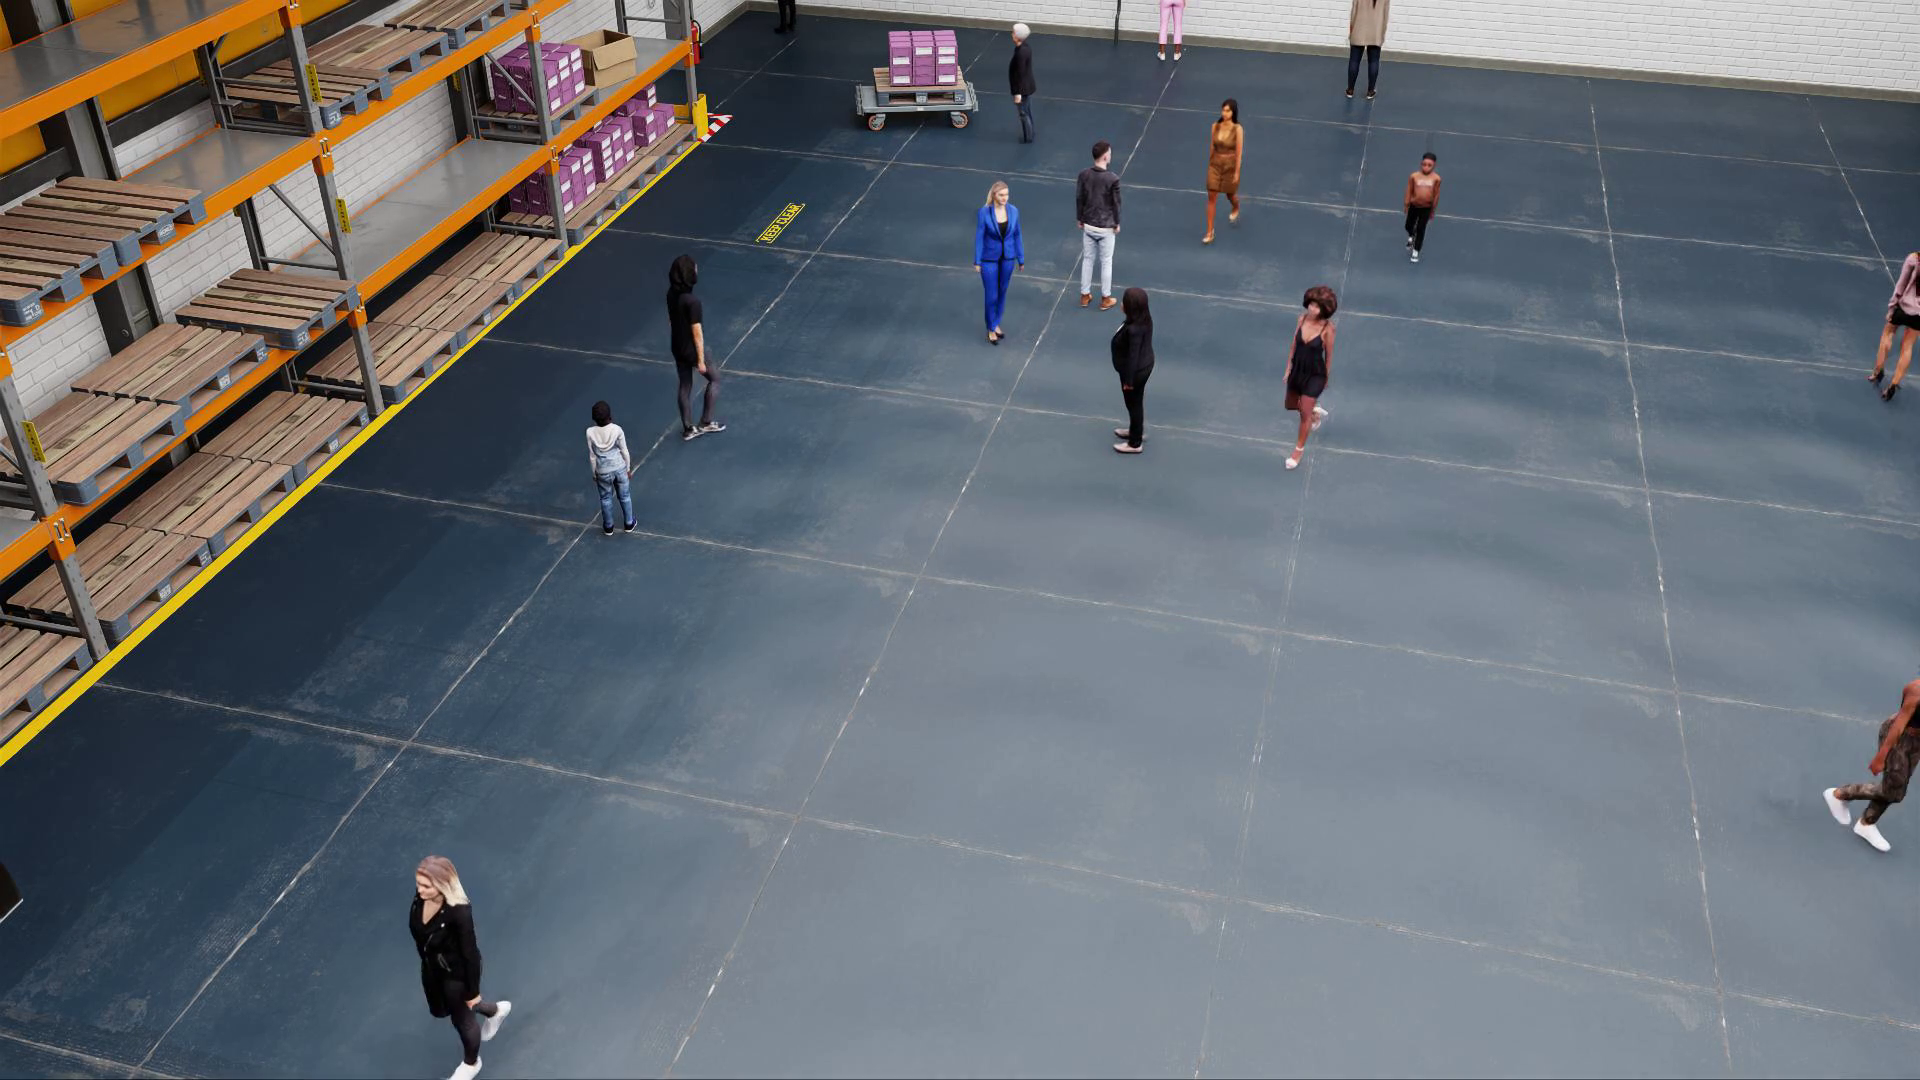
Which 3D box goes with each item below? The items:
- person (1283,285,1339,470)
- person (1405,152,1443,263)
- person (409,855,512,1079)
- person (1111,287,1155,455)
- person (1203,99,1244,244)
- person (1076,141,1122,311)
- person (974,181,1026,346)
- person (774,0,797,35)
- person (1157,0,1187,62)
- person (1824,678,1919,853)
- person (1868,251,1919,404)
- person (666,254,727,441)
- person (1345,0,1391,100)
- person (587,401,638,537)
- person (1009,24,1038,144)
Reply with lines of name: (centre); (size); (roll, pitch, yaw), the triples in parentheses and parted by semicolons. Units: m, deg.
person: (3.167, -1.497, 14.945); (0.816, 1.770, 0.975); (27, 42, 35)
person: (5.253, -3.817, 18.908); (0.533, 1.246, 0.681); (10, 35, 14)
person: (-2.759, 2.338, 9.257); (0.782, 1.679, 0.890); (22, 39, 29)
person: (1.603, -1.563, 15.184); (0.694, 1.616, 0.573); (6, 34, 9)
person: (3.101, -4.294, 19.250); (0.765, 1.662, 1.100); (18, 38, 25)
person: (1.471, -3.327, 17.639); (0.699, 1.836, 0.624); (16, 37, 22)
person: (0.353, -2.901, 17.129); (0.798, 1.691, 0.843); (-12, 36, -18)
person: (-2.763, -8.846, 25.992); (0.743, 1.780, 0.622); (27, 42, 34)
person: (3.170, -8.061, 24.847); (0.622, 1.740, 0.577); (1, 34, 2)
person: (6.049, 1.303, 10.818); (0.820, 1.676, 0.883); (-19, 38, -26)
person: (9.115, -2.124, 15.869); (0.656, 1.790, 0.731); (6, 34, 10)
person: (-2.549, -1.731, 15.248); (0.789, 1.823, 0.819); (28, 43, 35)
person: (5.726, -7.170, 23.368); (0.660, 1.892, 0.637); (9, 35, 13)
person: (-2.963, -0.614, 14.076); (0.556, 1.261, 0.593); (-6, 34, -9)
person: (0.884, -5.971, 22.063); (0.703, 1.770, 0.614); (7, 34, 11)
